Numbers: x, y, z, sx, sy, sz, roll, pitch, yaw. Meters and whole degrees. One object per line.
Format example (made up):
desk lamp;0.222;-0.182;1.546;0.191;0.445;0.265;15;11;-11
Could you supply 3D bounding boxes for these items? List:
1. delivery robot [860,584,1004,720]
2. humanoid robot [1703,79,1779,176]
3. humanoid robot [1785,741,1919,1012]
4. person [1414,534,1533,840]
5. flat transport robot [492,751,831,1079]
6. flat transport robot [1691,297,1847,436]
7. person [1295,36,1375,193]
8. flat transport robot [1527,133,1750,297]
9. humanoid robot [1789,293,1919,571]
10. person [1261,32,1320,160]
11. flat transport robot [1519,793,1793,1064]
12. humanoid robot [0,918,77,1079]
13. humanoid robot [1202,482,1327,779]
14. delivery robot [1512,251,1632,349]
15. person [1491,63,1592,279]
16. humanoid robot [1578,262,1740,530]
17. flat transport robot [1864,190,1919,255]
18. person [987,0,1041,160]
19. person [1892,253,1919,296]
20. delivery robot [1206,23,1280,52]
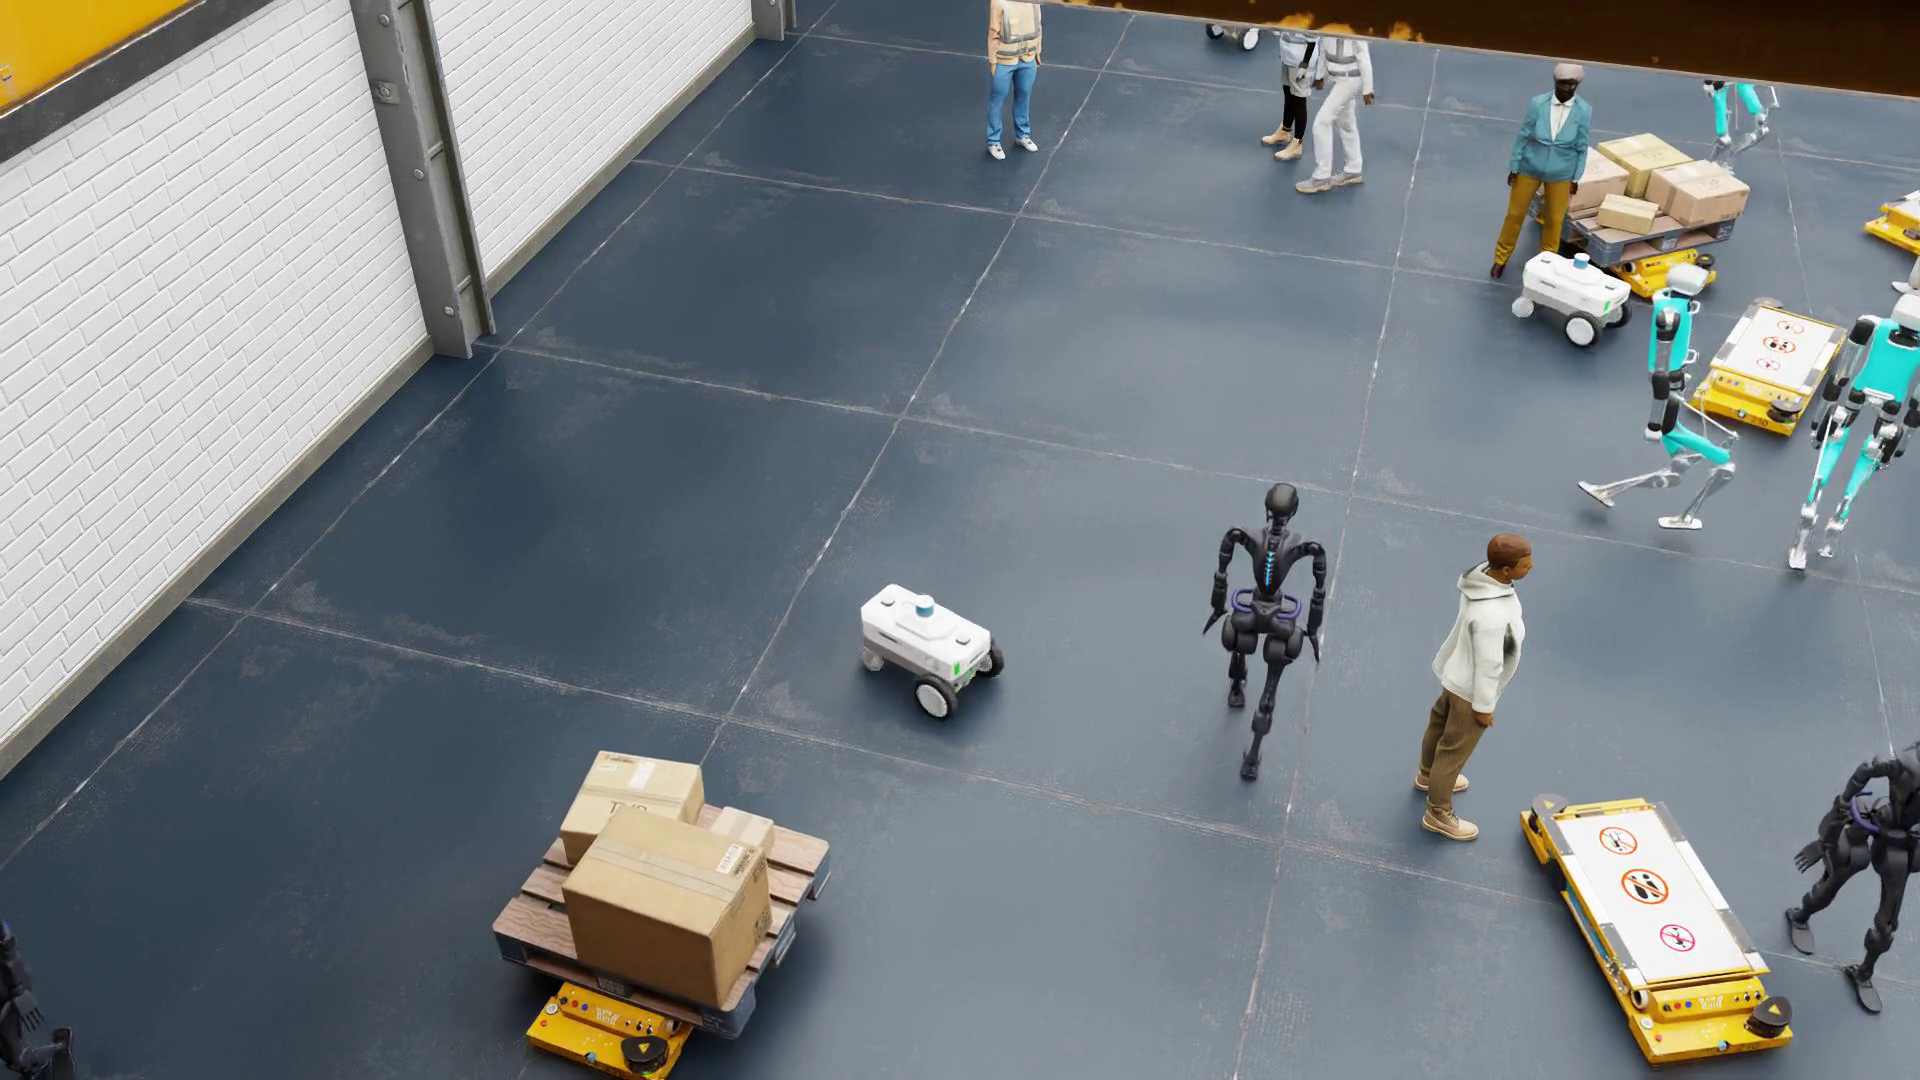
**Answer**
delivery robot;-0.183;0.557;9.074;0.783;0.584;0.499;25;45;28
humanoid robot;6.346;-3.653;13.458;0.558;1.874;0.752;-13;41;-16
humanoid robot;4.015;1.332;7.236;0.616;1.631;0.578;3;39;4
person;2.436;0.680;7.963;0.373;1.767;0.518;4;39;5
flat transport robot;-1.348;1.826;7.732;0.659;0.231;1.431;14;41;17
flat transport robot;5.630;-1.223;11.525;0.659;0.231;1.431;24;45;27
person;3.032;-3.685;13.344;0.719;1.826;0.593;-4;39;-5
flat transport robot;5.134;-2.352;12.930;0.659;0.231;1.431;-14;41;-16
humanoid robot;5.086;-0.480;9.436;0.572;1.788;0.776;20;43;23
person;2.803;-4.016;13.859;0.319;1.696;0.532;-7;39;-8
flat transport robot;3.237;1.762;7.812;0.659;0.231;1.431;-5;39;-7
humanoid robot;-3.999;1.733;6.719;0.589;1.645;0.383;4;39;5
humanoid robot;1.545;0.390;8.420;0.608;1.624;0.752;10;40;12
delivery robot;4.428;-1.786;11.979;0.499;0.571;0.753;-30;48;-32
person;4.275;-2.673;12.155;0.526;1.746;0.350;14;41;16
humanoid robot;4.305;-0.767;9.793;1.002;1.737;0.555;18;42;21
flat transport robot;7.931;-2.577;13.210;1.431;0.231;0.659;-21;43;-24
person;0.450;-4.030;13.861;0.487;1.720;0.379;-18;42;-21
person;7.230;-2.512;12.035;0.522;1.636;0.309;-10;40;-12
delivery robot;2.792;-5.095;16.129;0.790;0.614;0.499;-28;47;-30
